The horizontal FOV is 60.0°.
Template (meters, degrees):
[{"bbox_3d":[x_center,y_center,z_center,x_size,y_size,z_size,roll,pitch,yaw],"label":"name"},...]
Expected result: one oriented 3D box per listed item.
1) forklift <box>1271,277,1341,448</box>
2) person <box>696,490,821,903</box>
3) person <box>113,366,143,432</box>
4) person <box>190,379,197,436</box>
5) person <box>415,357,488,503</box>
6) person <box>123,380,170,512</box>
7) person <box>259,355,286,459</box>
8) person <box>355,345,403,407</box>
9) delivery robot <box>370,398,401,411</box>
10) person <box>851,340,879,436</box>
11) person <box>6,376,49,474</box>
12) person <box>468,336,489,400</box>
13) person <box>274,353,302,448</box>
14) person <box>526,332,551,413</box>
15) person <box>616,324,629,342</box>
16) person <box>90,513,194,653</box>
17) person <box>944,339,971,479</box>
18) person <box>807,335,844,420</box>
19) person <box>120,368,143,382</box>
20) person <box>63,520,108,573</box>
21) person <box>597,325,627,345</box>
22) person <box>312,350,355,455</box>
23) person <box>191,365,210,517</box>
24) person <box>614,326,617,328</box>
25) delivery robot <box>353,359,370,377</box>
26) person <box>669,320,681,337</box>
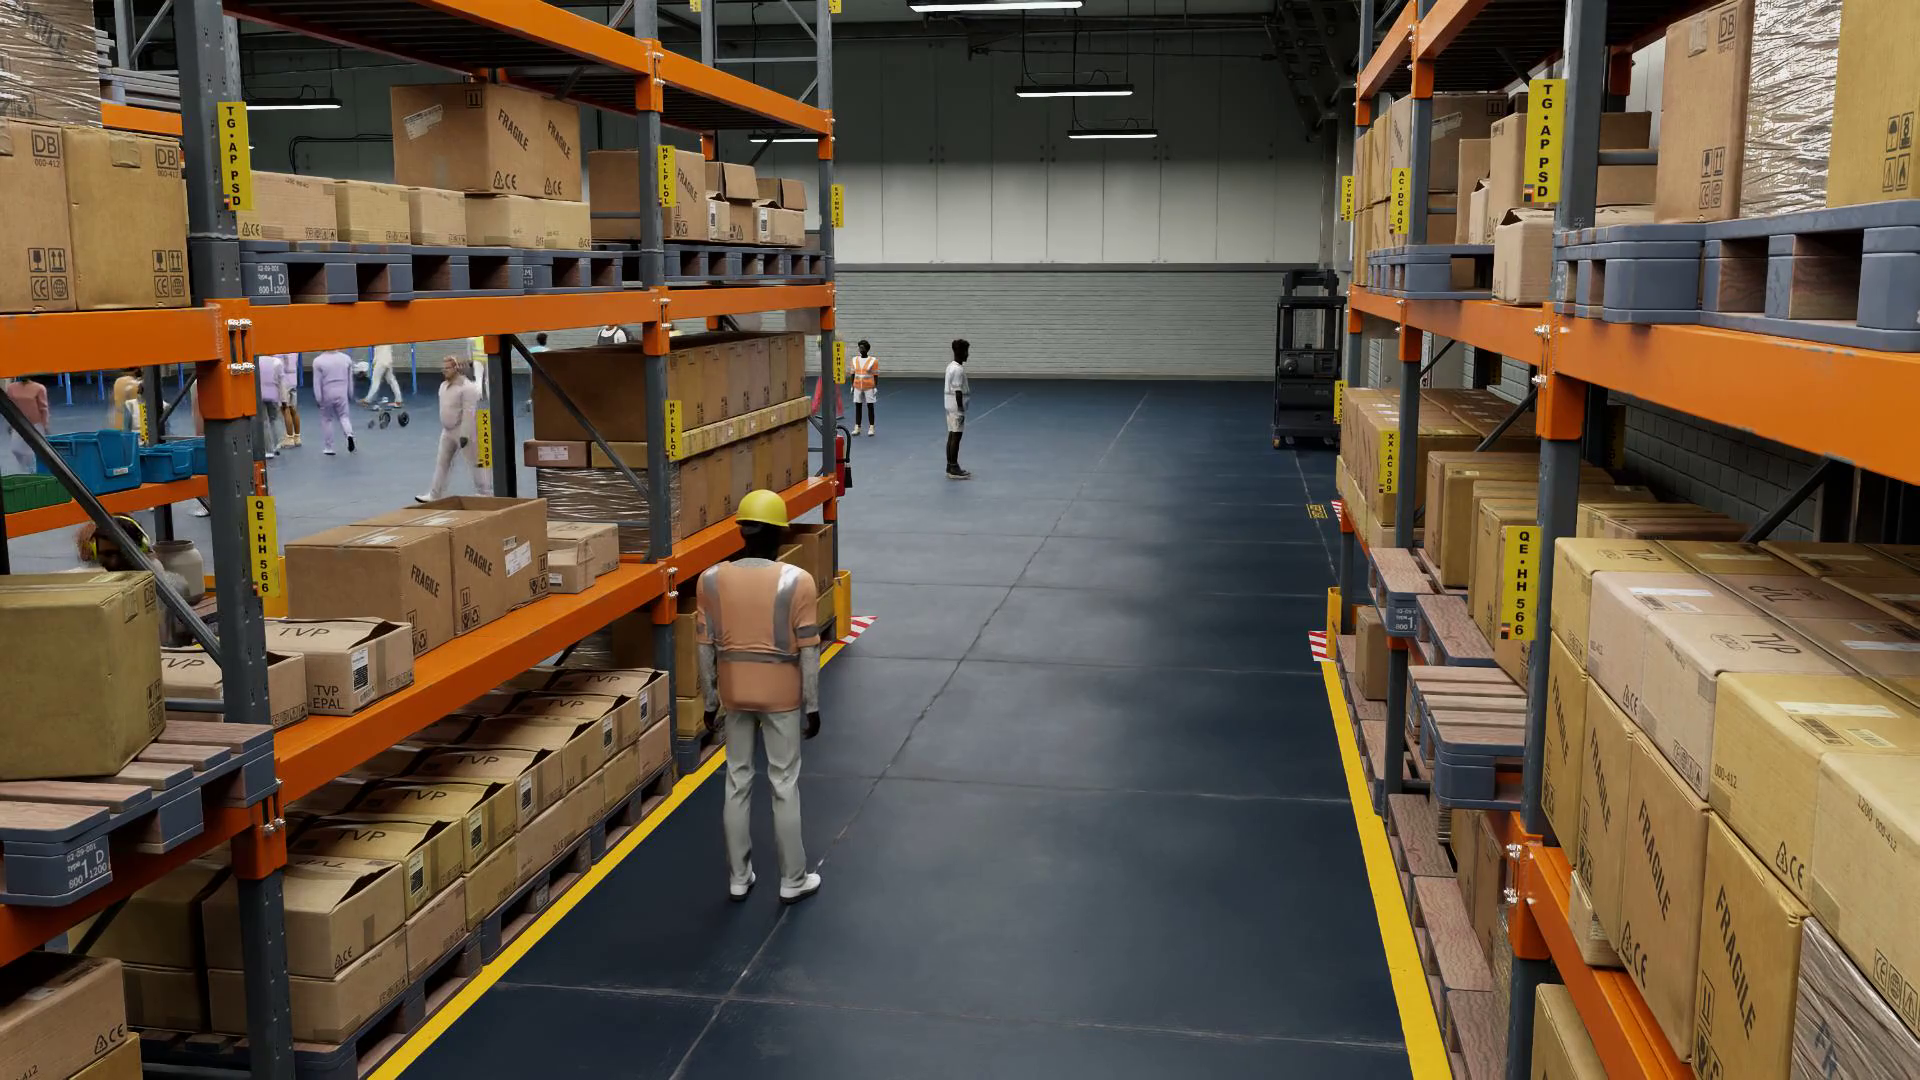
[{"bbox_3d":[5.847,-3.016,27.970,1.129,2.768,1.873,1,9,9],"label":"forklift"},{"bbox_3d":[-0.922,0.725,7.731,0.587,1.916,0.392,2,9,14],"label":"person"},{"bbox_3d":[-10.353,-1.399,20.844,0.566,1.909,0.532,7,12,39],"label":"person"},{"bbox_3d":[-9.266,-1.398,20.761,0.416,1.935,0.605,7,12,37],"label":"person"},{"bbox_3d":[-6.277,-1.333,20.591,0.674,1.851,0.980,6,11,35],"label":"person"},{"bbox_3d":[-9.963,-1.174,20.387,0.540,1.606,0.583,-2,10,-15],"label":"person"},{"bbox_3d":[-10.881,-2.232,26.025,0.579,1.896,0.598,-6,11,-33],"label":"person"},{"bbox_3d":[-12.461,-3.783,35.610,1.009,1.885,0.629,-3,10,-16],"label":"person"},{"bbox_3d":[-10.781,-2.558,31.210,0.335,0.223,0.698,3,10,17],"label":"delivery robot"},{"bbox_3d":[-1.700,-2.699,29.519,0.529,1.697,0.321,3,10,17],"label":"person"},{"bbox_3d":[-12.461,-1.542,22.223,0.557,1.735,0.501,-1,9,-5],"label":"person"},{"bbox_3d":[-10.830,-4.079,37.731,0.635,1.801,0.938,-1,9,-9],"label":"person"},{"bbox_3d":[-11.211,-2.559,27.593,0.380,2.041,0.616,1,9,5],"label":"person"},{"bbox_3d":[-8.511,-3.368,33.692,0.551,1.678,0.585,4,10,21],"label":"person"},{"bbox_3d":[-7.591,-4.138,37.643,0.867,1.958,0.656,-7,12,-38],"label":"person"},{"bbox_3d":[-3.743,0.769,7.739,0.755,1.834,0.531,-3,10,-19],"label":"person"},{"bbox_3d":[-0.033,-1.870,23.583,0.366,1.962,0.614,-2,9,-10],"label":"person"},{"bbox_3d":[-2.653,-3.192,32.537,0.949,1.707,0.530,-9,13,-44],"label":"person"},{"bbox_3d":[-10.736,-1.477,21.686,0.529,1.813,0.659,6,11,35],"label":"person"},{"bbox_3d":[-4.558,0.676,9.019,0.527,1.594,0.851,0,9,-1],"label":"person"},{"bbox_3d":[-7.461,-3.798,35.372,0.676,2.000,0.536,4,10,21],"label":"person"},{"bbox_3d":[-9.952,-2.298,26.449,0.659,1.890,0.590,-8,12,-40],"label":"person"},{"bbox_3d":[-8.897,-1.247,20.005,0.665,1.881,0.690,4,10,24],"label":"person"},{"bbox_3d":[-7.664,-3.920,36.651,0.591,1.828,0.404,0,9,-2],"label":"person"},{"bbox_3d":[-16.000,-4.602,44.612,0.707,0.478,0.477,6,11,34],"label":"delivery robot"},{"bbox_3d":[-6.488,-4.107,37.911,0.573,1.802,0.688,3,10,21],"label":"person"}]
